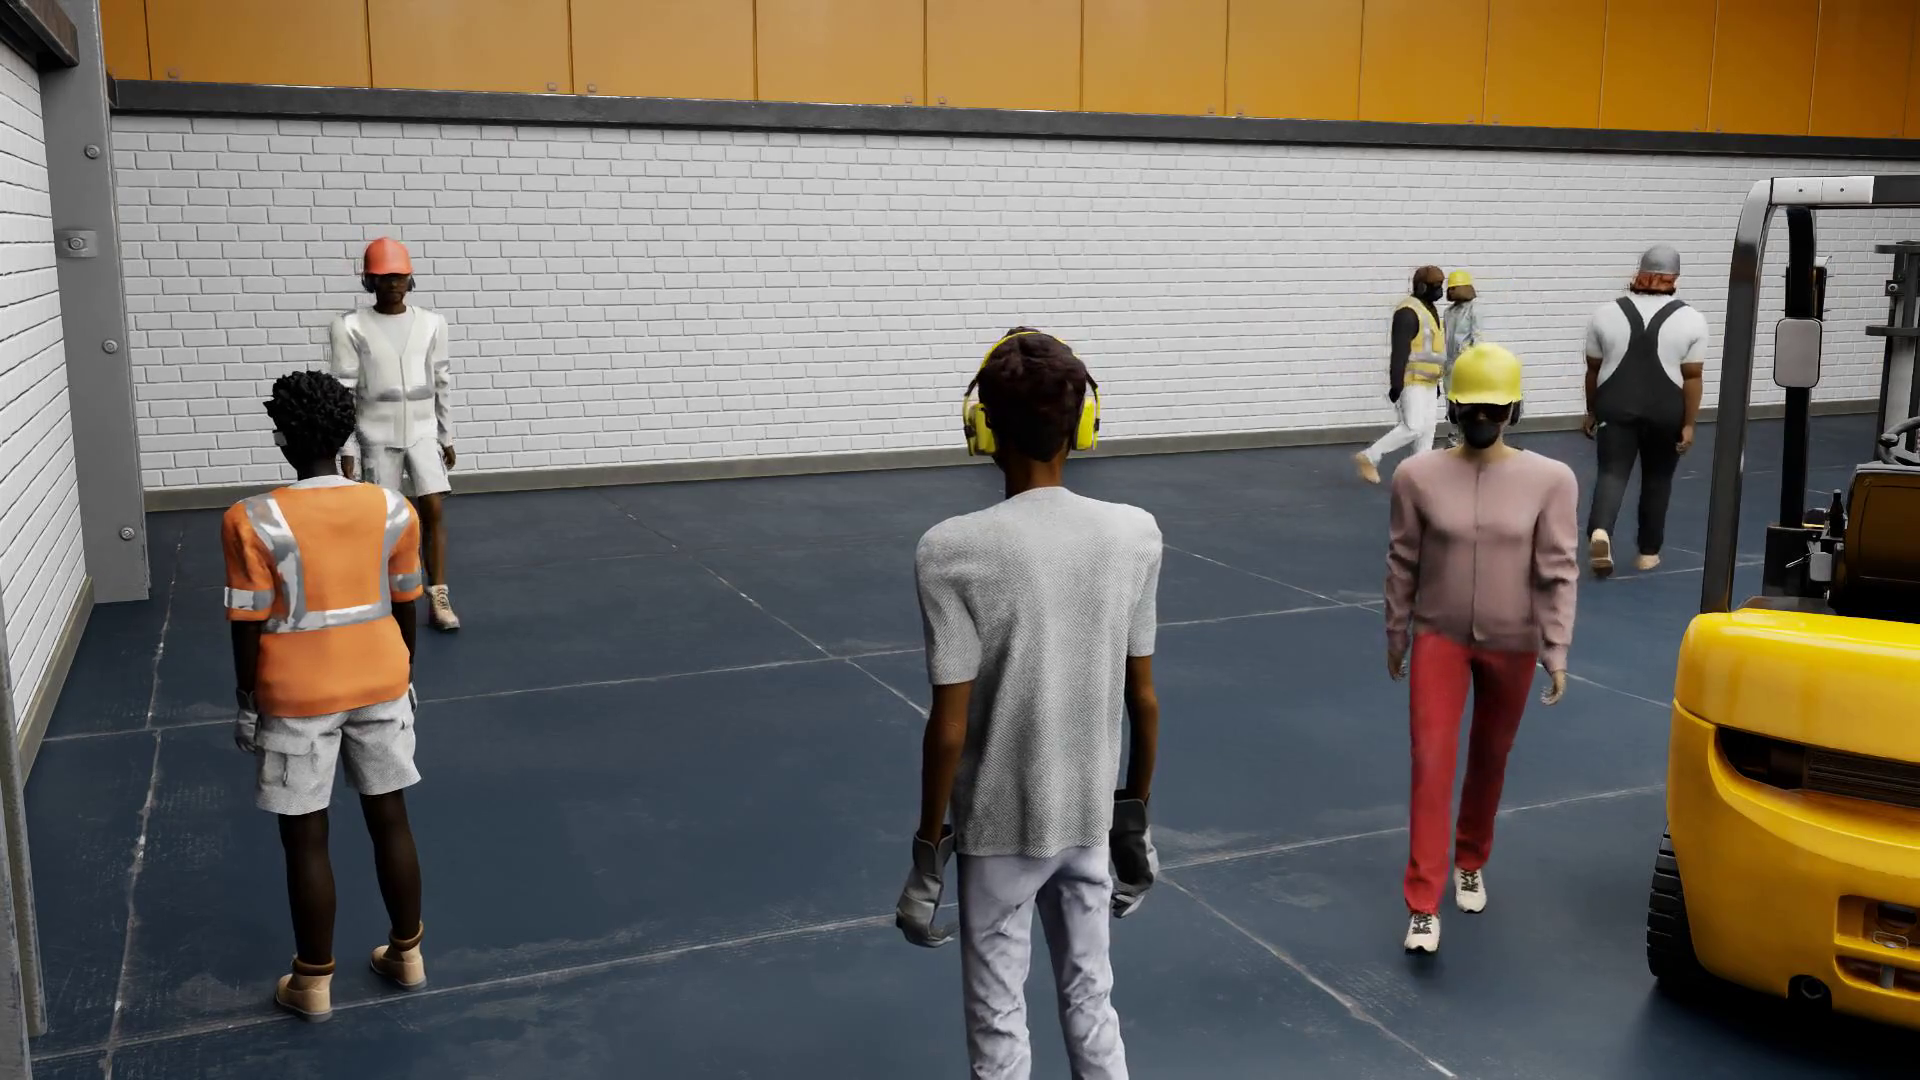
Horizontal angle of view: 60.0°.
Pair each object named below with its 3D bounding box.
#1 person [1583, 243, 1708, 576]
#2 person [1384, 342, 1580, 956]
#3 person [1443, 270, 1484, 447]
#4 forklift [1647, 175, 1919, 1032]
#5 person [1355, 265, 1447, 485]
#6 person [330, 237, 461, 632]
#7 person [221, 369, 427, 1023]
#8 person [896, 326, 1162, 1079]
[{"bbox_3d":[4.076,-0.791,9.958,0.687,2.000,0.893,6,12,29],"label":"person"},{"bbox_3d":[1.468,0.313,4.727,0.530,1.723,0.871,3,11,16],"label":"person"},{"bbox_3d":[4.555,-1.606,15.288,0.352,1.729,0.516,-4,11,-23],"label":"person"},{"bbox_3d":[2.810,0.094,4.662,1.214,2.155,2.313,7,12,34],"label":"forklift"},{"bbox_3d":[3.556,-1.268,13.204,0.586,1.820,0.655,7,13,35],"label":"person"},{"bbox_3d":[-2.863,-0.521,8.524,0.634,2.015,0.863,-7,12,-33],"label":"person"},{"bbox_3d":[-1.638,0.403,4.352,0.323,1.689,0.530,9,14,41],"label":"person"},{"bbox_3d":[0.129,0.549,3.056,0.536,1.865,0.312,-6,12,-28],"label":"person"}]
